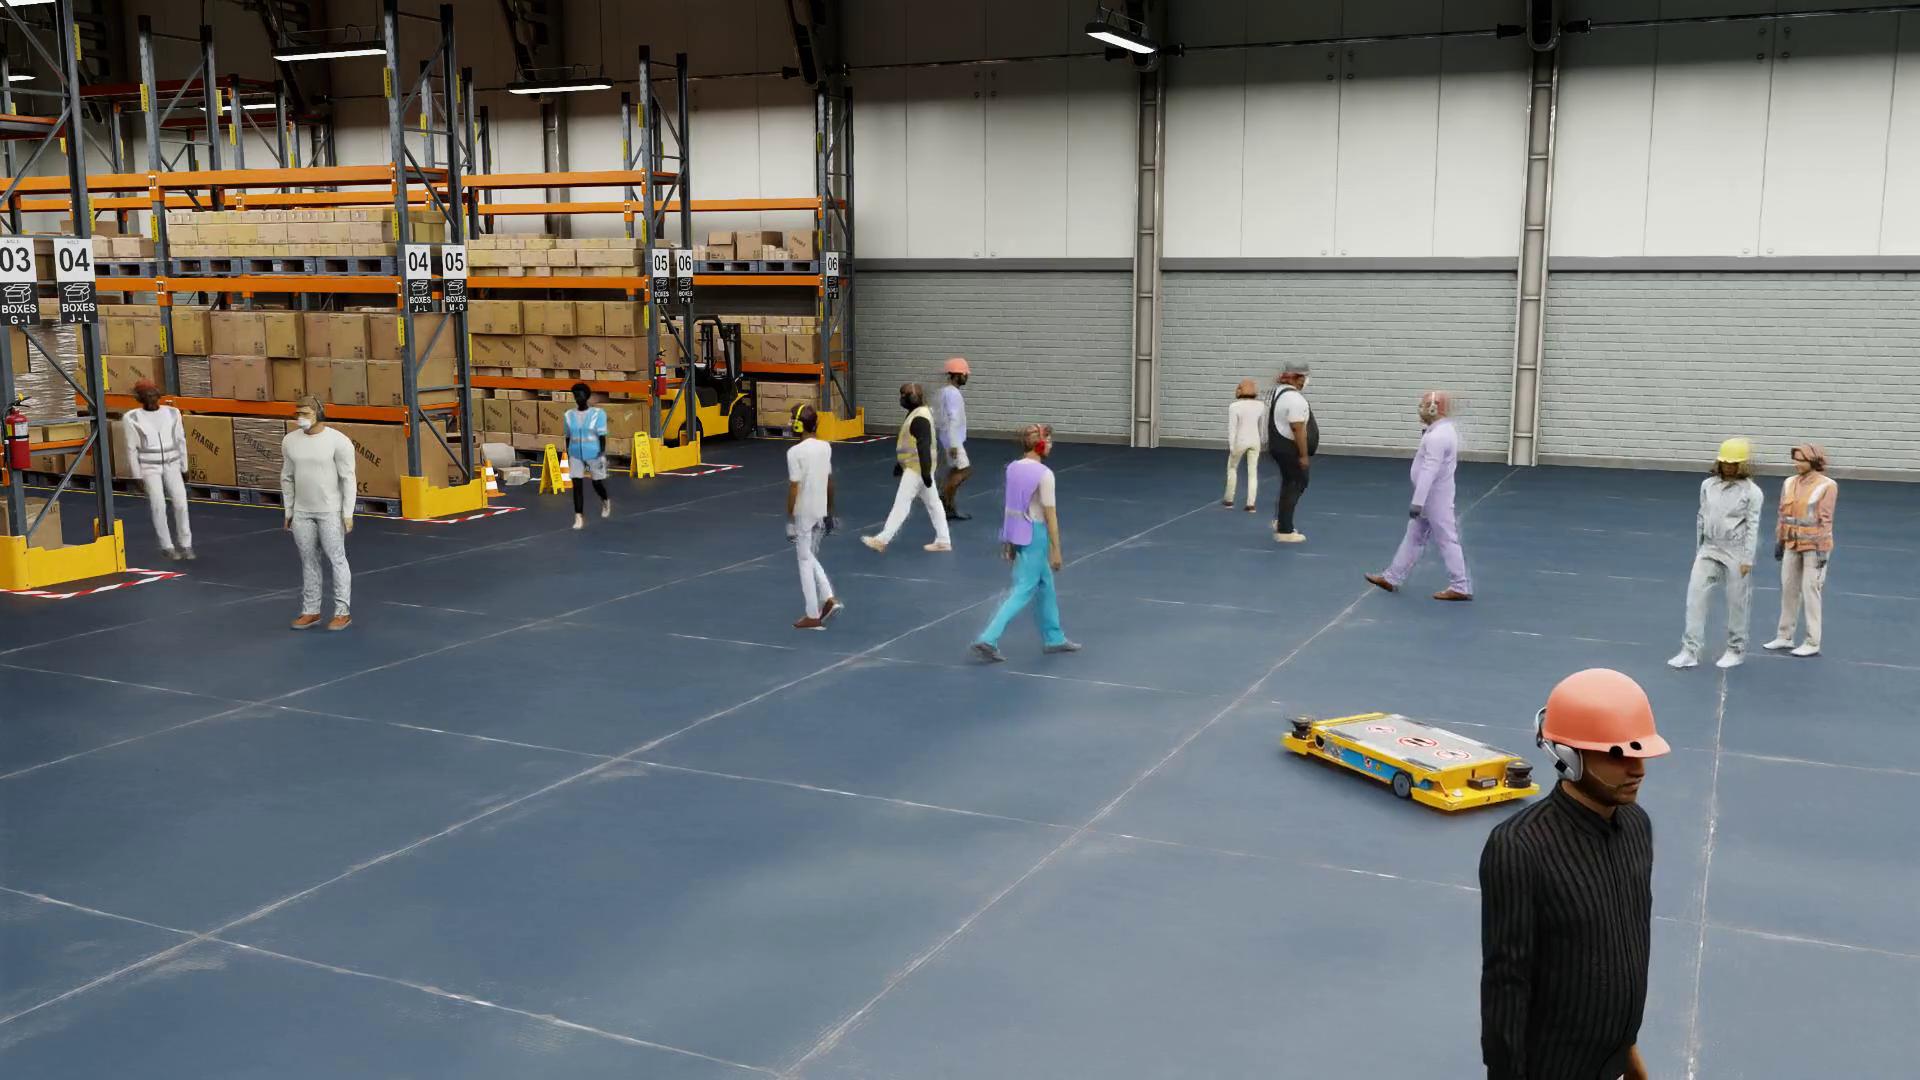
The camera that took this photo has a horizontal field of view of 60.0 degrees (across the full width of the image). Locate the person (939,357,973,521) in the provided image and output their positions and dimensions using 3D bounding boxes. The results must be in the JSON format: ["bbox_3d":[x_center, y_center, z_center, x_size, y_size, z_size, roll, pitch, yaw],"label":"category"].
[{"bbox_3d":[-0.050,-1.160,19.382,0.415,1.924,0.574,-1,9,-3],"label":"person"}]

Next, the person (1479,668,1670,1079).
[{"bbox_3d":[1.517,1.290,4.137,0.609,1.996,0.383,-7,11,-36],"label":"person"}]

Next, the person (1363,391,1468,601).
[{"bbox_3d":[4.120,-0.393,14.855,0.965,1.856,0.678,3,10,17],"label":"person"}]

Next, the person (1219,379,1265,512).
[{"bbox_3d":[3.456,-1.164,20.368,0.511,1.614,0.658,-2,10,-14],"label":"person"}]

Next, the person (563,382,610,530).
[{"bbox_3d":[-4.253,-0.975,18.991,0.541,1.677,0.674,1,9,7],"label":"person"}]

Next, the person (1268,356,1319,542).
[{"bbox_3d":[3.616,-0.993,17.999,0.538,2.000,0.696,-1,9,-4],"label":"person"}]

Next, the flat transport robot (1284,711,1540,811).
[{"bbox_3d":[2.596,1.247,9.676,0.652,0.197,1.431,-5,10,-27],"label":"flat transport robot"}]

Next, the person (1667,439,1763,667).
[{"bbox_3d":[5.556,0.116,12.185,0.764,1.709,0.496,-6,11,-35],"label":"person"}]

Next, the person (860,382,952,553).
[{"bbox_3d":[-0.539,-0.745,17.274,0.985,1.783,0.626,0,9,-1],"label":"person"}]

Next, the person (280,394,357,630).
[{"bbox_3d":[-5.240,-0.224,13.596,0.635,1.937,0.352,2,9,11],"label":"person"}]

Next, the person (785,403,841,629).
[{"bbox_3d":[-1.255,-0.188,13.609,0.398,1.863,0.546,7,12,36],"label":"person"}]

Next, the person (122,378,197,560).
[{"bbox_3d":[-7.998,-0.685,16.664,0.616,1.858,0.672,-8,12,-40],"label":"person"}]

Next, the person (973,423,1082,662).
[{"bbox_3d":[0.511,0.016,12.540,0.935,1.808,0.581,-4,10,-25],"label":"person"}]

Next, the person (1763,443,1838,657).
[{"bbox_3d":[6.463,0.069,12.739,0.341,1.632,0.541,-3,10,-19],"label":"person"}]

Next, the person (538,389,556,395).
[{"bbox_3d":[-6.878,-2.477,27.338,0.376,1.963,0.649,6,11,34],"label":"person"}]
